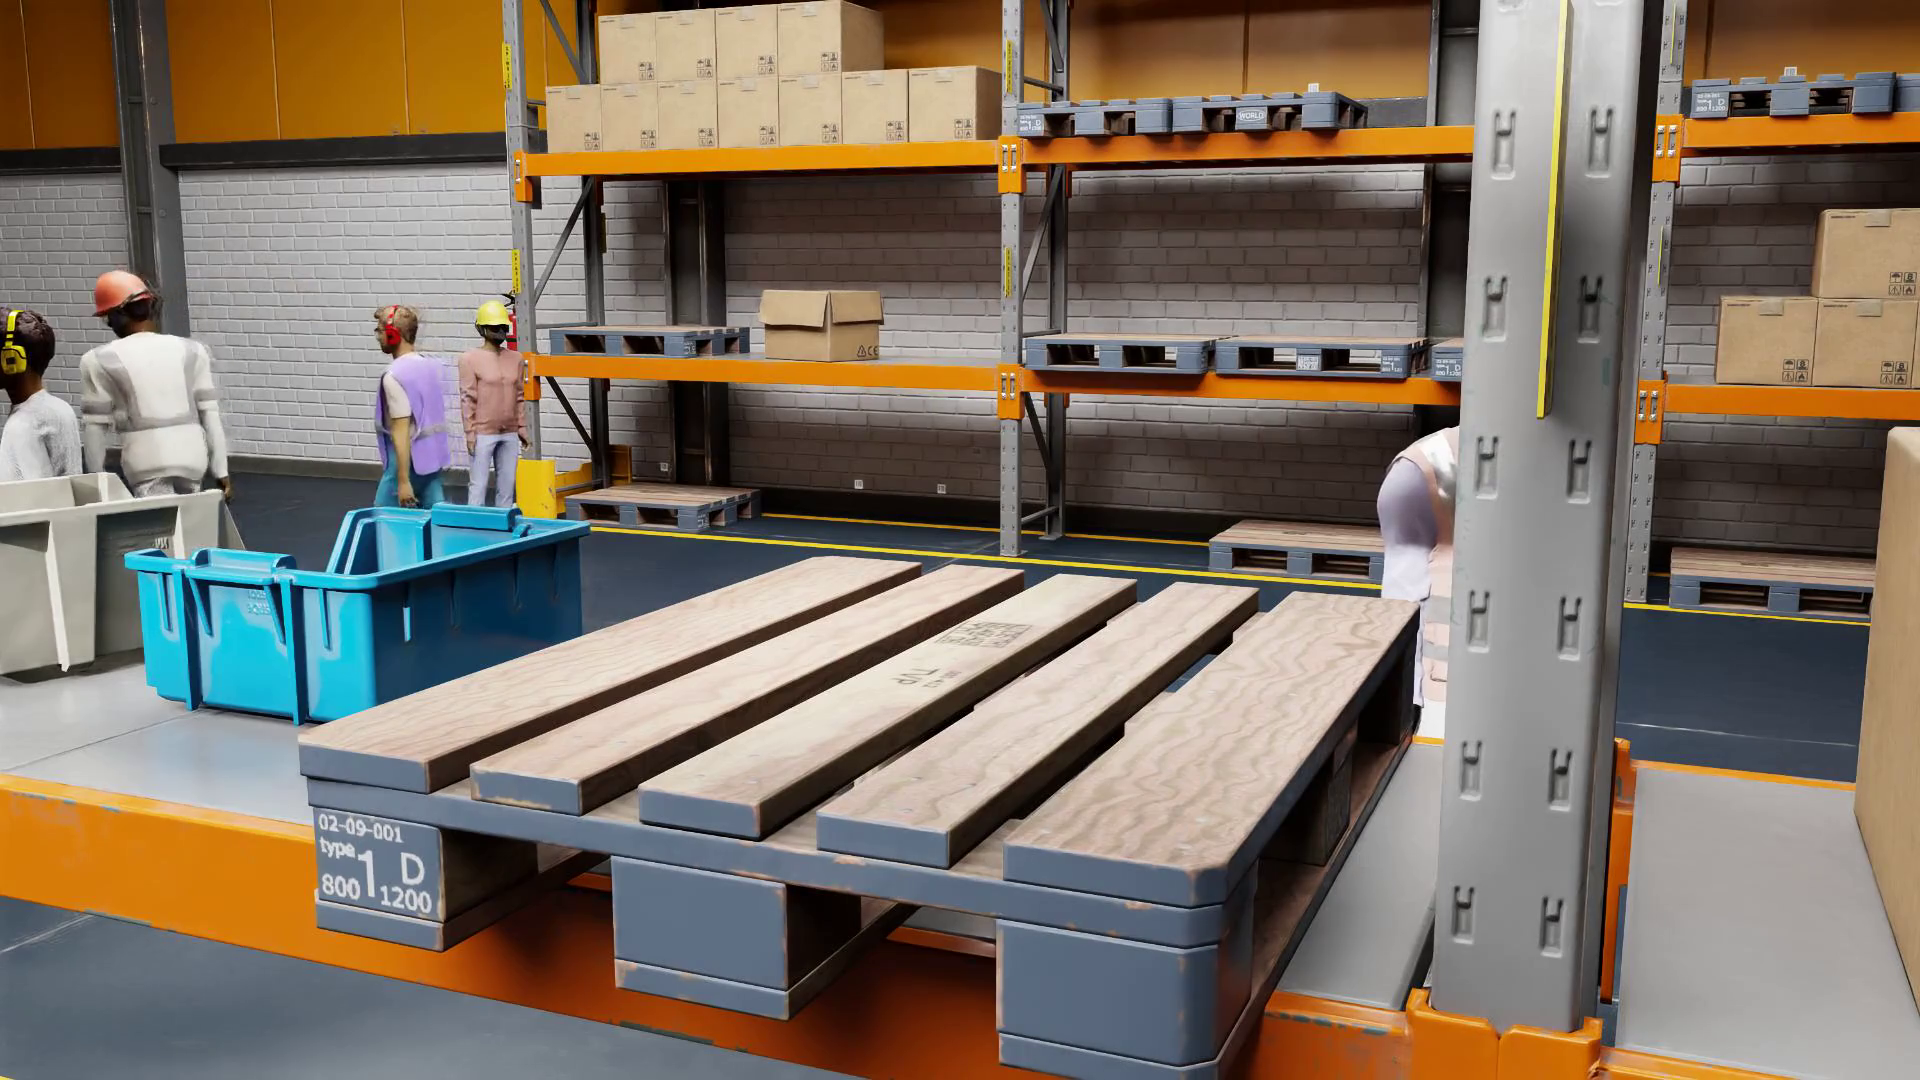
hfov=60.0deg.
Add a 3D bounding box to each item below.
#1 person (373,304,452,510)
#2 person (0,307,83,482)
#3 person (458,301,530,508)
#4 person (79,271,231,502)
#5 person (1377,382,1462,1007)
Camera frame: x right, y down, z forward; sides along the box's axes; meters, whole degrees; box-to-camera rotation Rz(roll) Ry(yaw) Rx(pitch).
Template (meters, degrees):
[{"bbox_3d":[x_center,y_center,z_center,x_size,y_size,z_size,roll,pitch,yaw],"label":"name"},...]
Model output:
[{"bbox_3d":[-2.980,-0.393,9.151,0.957,1.804,0.583,1,10,5],"label":"person"},{"bbox_3d":[-3.187,0.138,5.758,0.320,1.871,0.533,-3,10,-19],"label":"person"},{"bbox_3d":[-3.120,-0.719,11.201,0.327,1.769,0.525,7,12,37],"label":"person"},{"bbox_3d":[-4.063,-0.357,8.398,1.027,1.972,0.620,9,13,43],"label":"person"},{"bbox_3d":[1.402,0.381,4.385,0.624,1.847,0.429,-3,10,-18],"label":"person"}]
